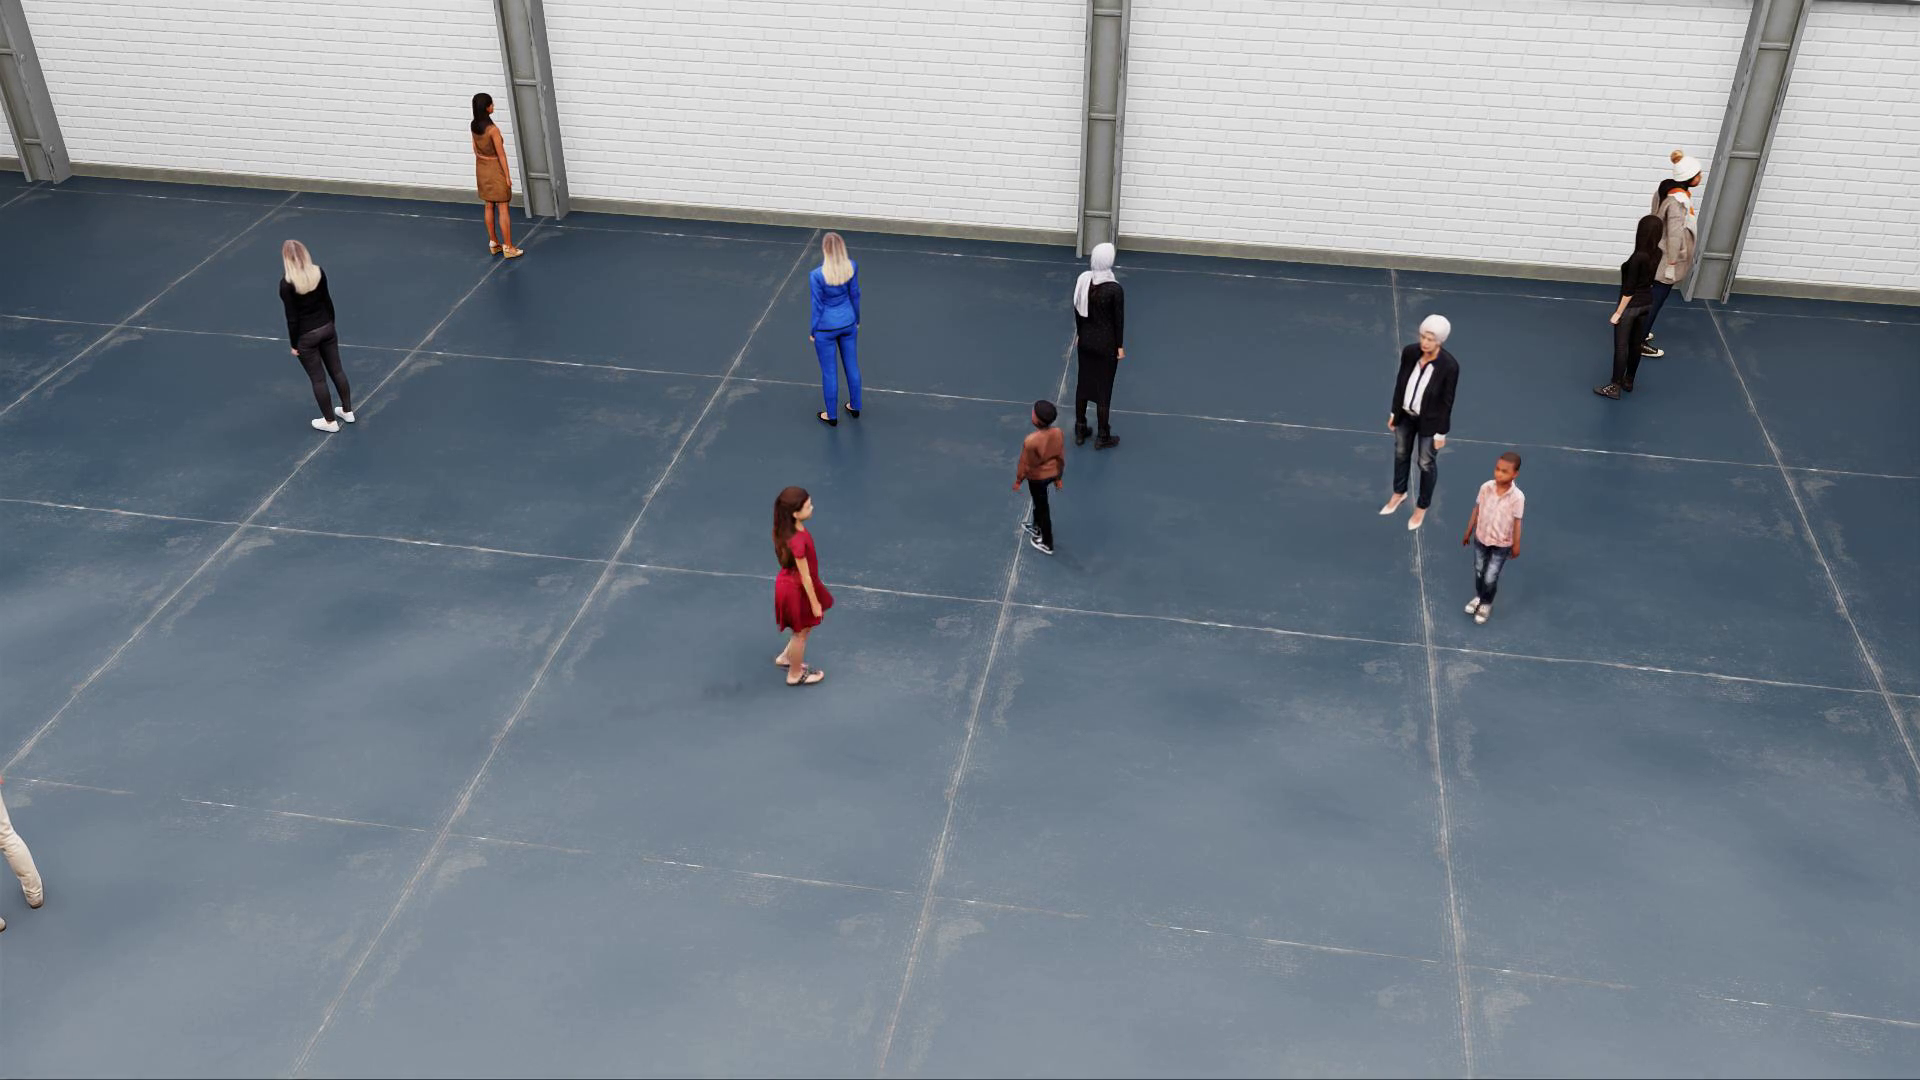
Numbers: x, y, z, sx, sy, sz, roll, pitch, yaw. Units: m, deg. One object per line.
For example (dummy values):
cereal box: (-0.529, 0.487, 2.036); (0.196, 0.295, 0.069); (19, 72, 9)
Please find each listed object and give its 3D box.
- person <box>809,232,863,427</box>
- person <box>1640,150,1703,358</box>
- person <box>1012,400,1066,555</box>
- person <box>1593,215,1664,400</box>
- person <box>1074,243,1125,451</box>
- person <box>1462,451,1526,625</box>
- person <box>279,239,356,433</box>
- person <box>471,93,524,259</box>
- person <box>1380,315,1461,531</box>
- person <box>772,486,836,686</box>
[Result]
person: (-1.035, -1.767, 13.890); (0.695, 1.700, 0.759); (-20, 39, -28)
person: (6.314, -2.597, 14.966); (0.679, 1.891, 0.722); (2, 34, 3)
person: (0.646, -0.442, 12.312); (0.746, 1.241, 0.677); (29, 43, 36)
person: (5.800, -2.004, 14.300); (0.659, 1.641, 0.714); (-22, 40, -30)
person: (1.120, -1.573, 13.527); (0.622, 1.778, 0.745); (23, 40, 30)
person: (3.786, -0.049, 11.666); (0.682, 1.300, 0.606); (-27, 42, -34)
person: (-5.350, -1.693, 13.791); (0.666, 1.686, 0.689); (20, 38, 27)
person: (-4.711, -3.678, 16.776); (0.585, 1.688, 0.705); (22, 39, 29)
person: (3.345, -0.900, 12.080); (0.795, 1.779, 0.814); (-25, 41, -32)
person: (-1.130, 0.333, 10.874); (0.751, 1.541, 0.671); (-8, 35, -12)
